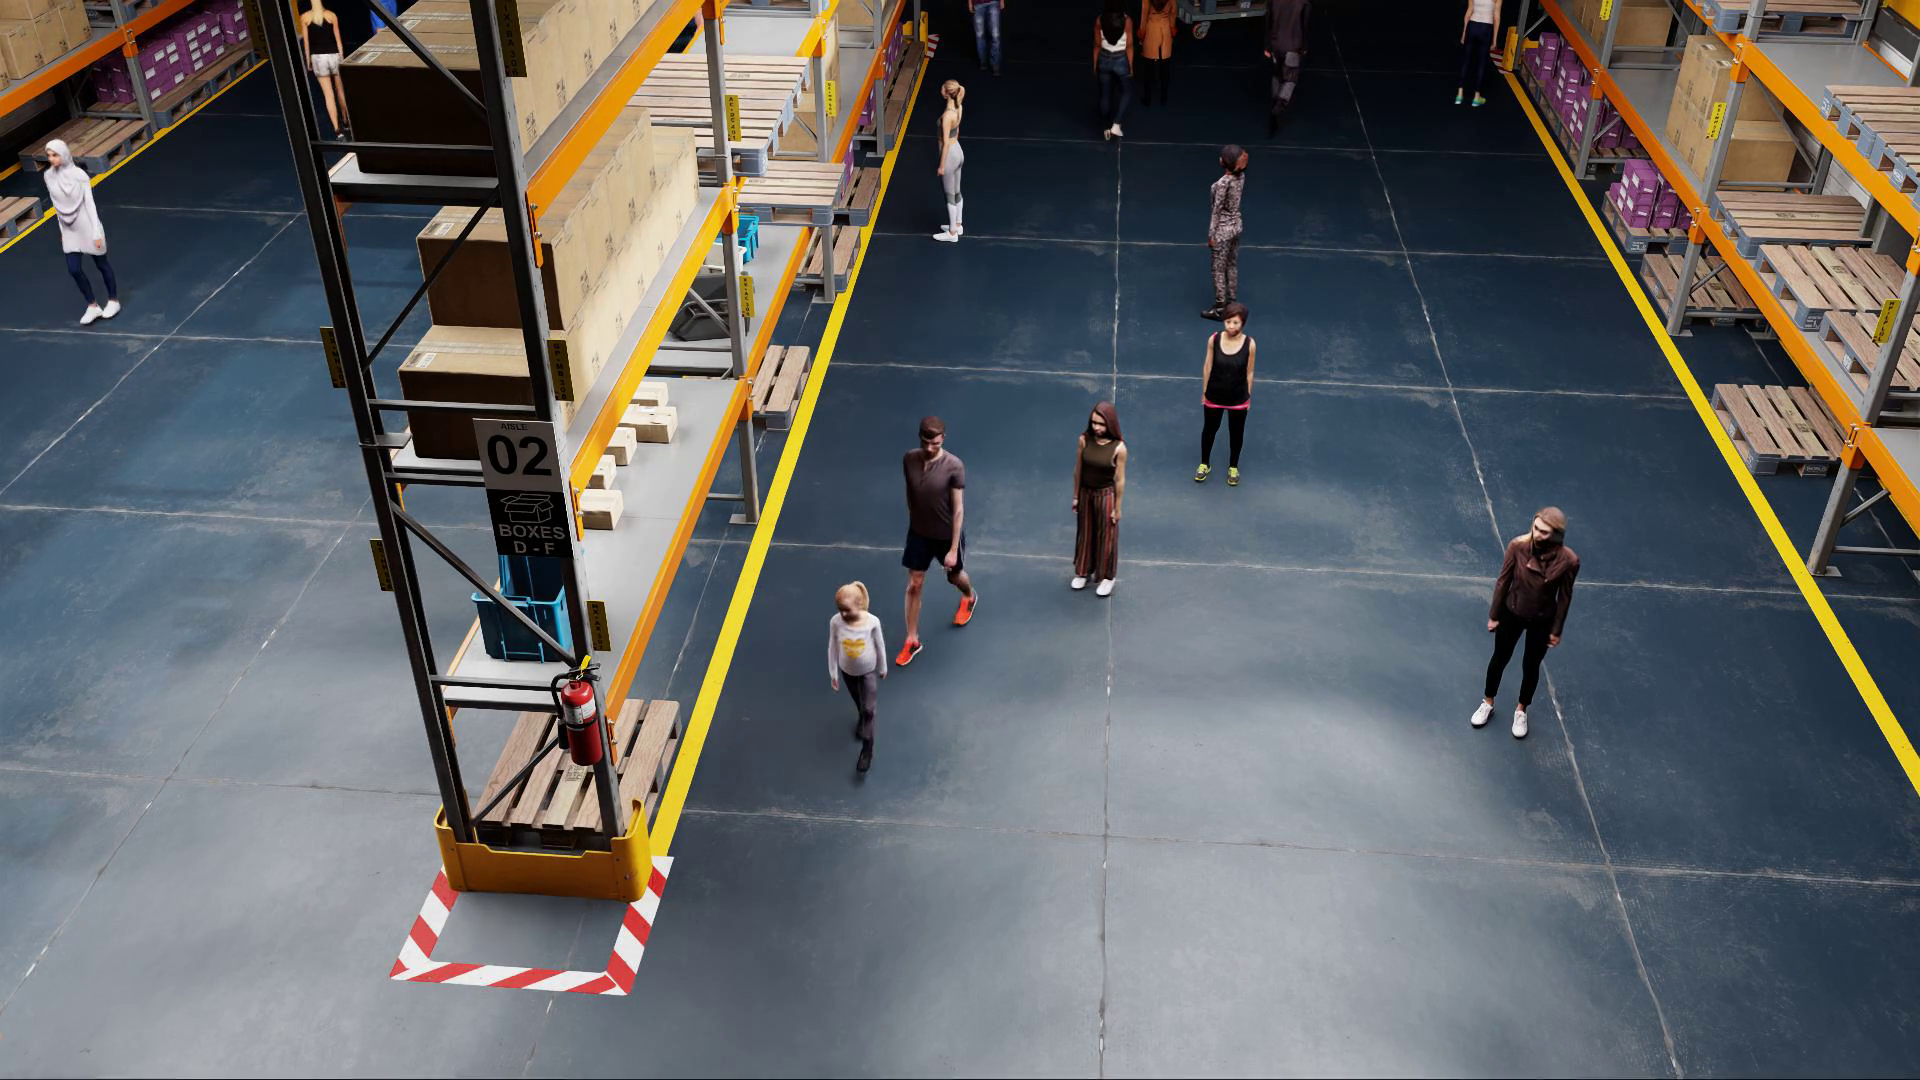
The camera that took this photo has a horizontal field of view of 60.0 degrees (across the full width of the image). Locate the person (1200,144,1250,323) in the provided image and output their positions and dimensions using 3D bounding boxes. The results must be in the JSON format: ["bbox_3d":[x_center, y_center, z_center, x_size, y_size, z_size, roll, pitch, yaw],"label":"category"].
[{"bbox_3d":[2.513,-2.898,15.670,0.735,1.713,0.662,27,42,34],"label":"person"}]

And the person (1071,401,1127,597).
[{"bbox_3d":[0.992,-0.317,11.924,0.627,1.562,0.648,20,39,27],"label":"person"}]

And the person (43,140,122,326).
[{"bbox_3d":[-8.232,-2.948,15.700,0.646,1.764,0.705,4,34,6],"label":"person"}]

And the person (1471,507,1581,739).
[{"bbox_3d":[3.611,0.501,10.567,0.670,1.702,0.630,16,37,22],"label":"person"}]

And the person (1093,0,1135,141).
[{"bbox_3d":[1.800,-5.566,19.607,0.735,1.799,0.750,11,35,16],"label":"person"}]

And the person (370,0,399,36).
[{"bbox_3d":[-6.814,-5.847,19.967,0.684,1.869,0.521,6,34,9],"label":"person"}]

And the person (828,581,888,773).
[{"bbox_3d":[-0.641,0.768,10.575,0.529,1.247,0.862,4,34,7],"label":"person"}]

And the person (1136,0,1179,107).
[{"bbox_3d":[2.465,-6.294,20.767,0.718,1.727,0.642,-2,34,-3],"label":"person"}]

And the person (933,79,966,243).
[{"bbox_3d":[-0.090,-3.941,17.249,0.673,1.704,0.561,11,35,16],"label":"person"}]

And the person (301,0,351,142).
[{"bbox_3d":[-7.498,-5.630,19.698,0.931,1.805,1.251,-11,35,-16],"label":"person"}]

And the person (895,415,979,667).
[{"bbox_3d":[-0.107,-0.078,11.334,0.881,1.818,1.215,14,36,20],"label":"person"}]

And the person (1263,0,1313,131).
[{"bbox_3d":[3.910,-5.906,20.017,0.956,1.911,1.246,14,36,20],"label":"person"}]

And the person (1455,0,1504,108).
[{"bbox_3d":[6.491,-6.311,20.816,0.688,1.701,0.687,19,38,27],"label":"person"}]

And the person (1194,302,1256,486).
[{"bbox_3d":[2.127,-1.177,13.227,0.570,1.553,0.538,8,34,11],"label":"person"}]

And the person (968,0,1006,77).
[{"bbox_3d":[0.330,-7.111,21.911,0.687,1.820,0.897,0,34,0],"label":"person"}]
